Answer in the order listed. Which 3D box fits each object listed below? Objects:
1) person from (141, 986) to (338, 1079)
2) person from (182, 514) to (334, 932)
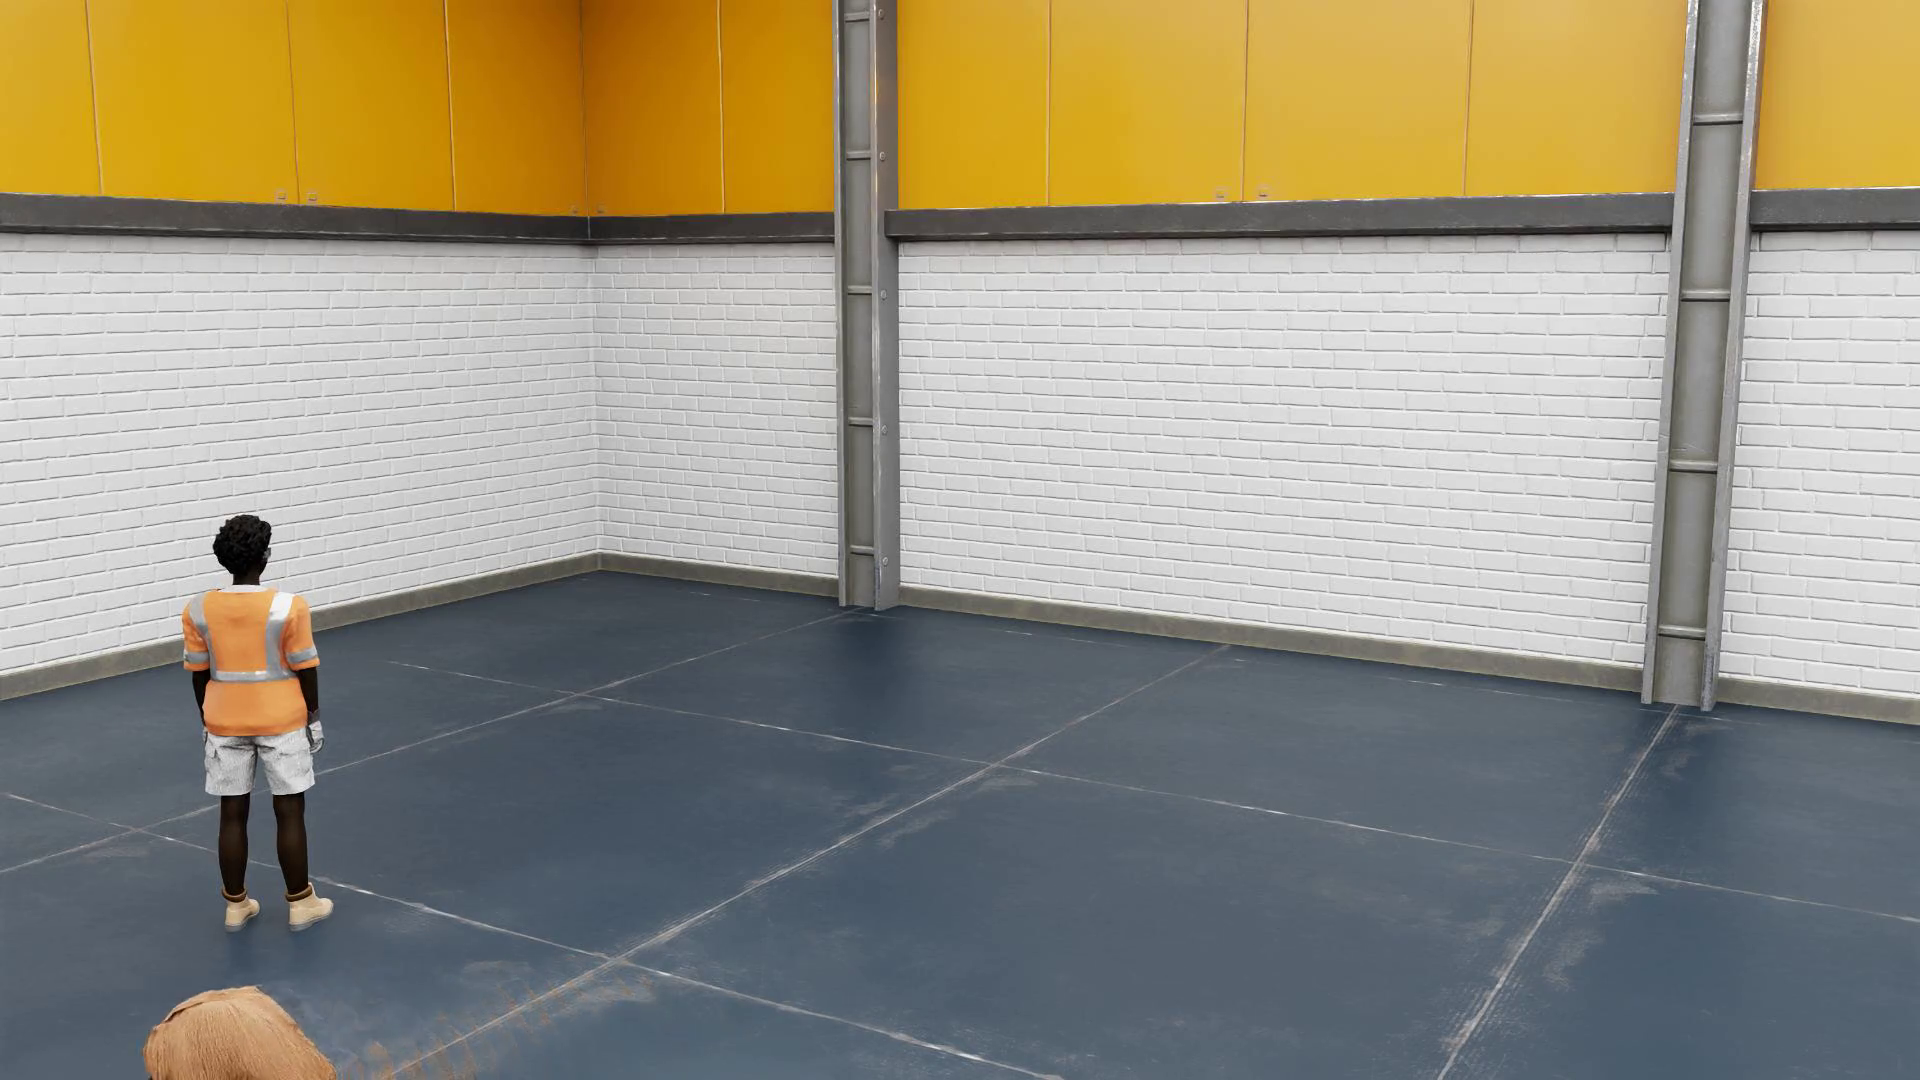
[{"bbox_3d":[-1.064,1.453,2.483,0.612,1.610,0.506,-3,10,-21],"label":"person"},{"bbox_3d":[-2.813,0.739,6.675,0.535,1.699,0.318,0,9,1],"label":"person"}]
